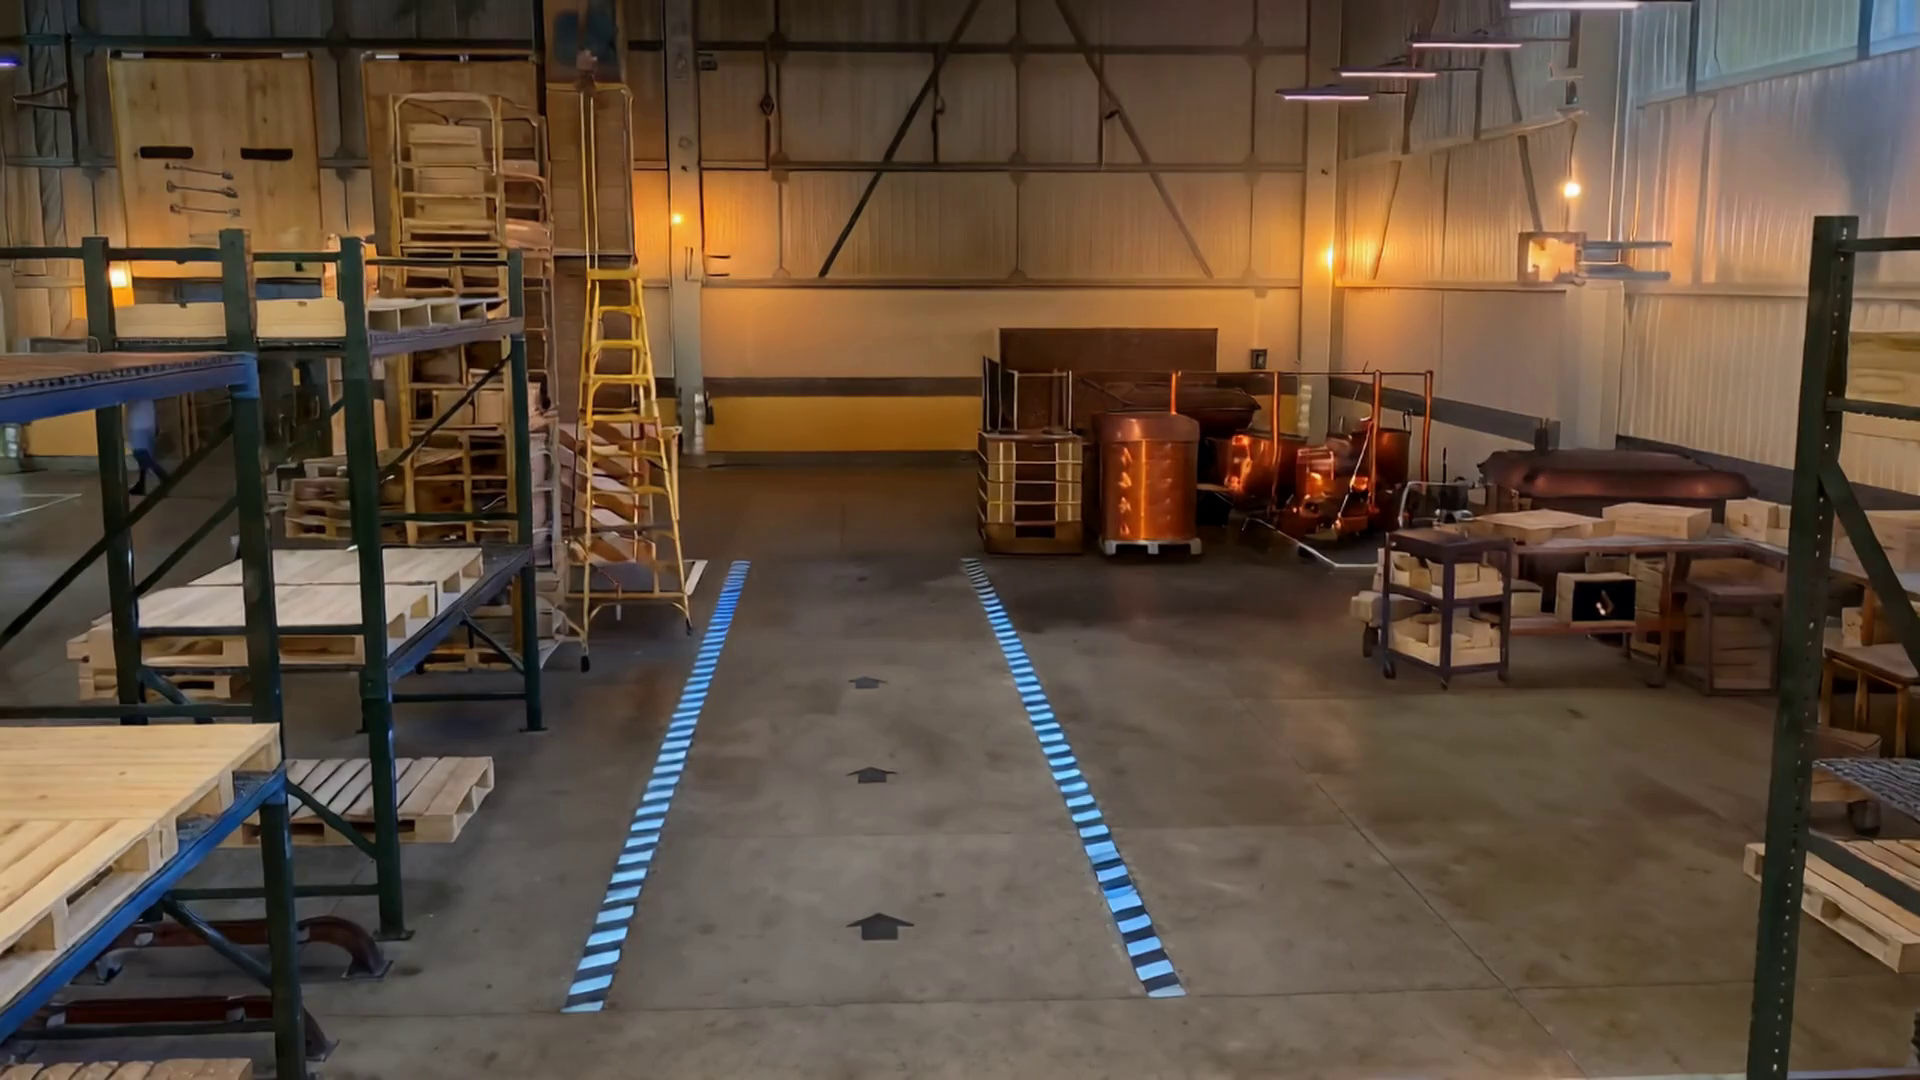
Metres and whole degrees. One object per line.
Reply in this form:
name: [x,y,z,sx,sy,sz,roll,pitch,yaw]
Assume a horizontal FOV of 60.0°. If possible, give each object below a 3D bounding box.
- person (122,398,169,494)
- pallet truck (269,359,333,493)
person: [-10.608,-1.517,21.673,0.805,1.919,0.542,3,10,20]
pallet truck: [-7.062,-1.131,18.996,1.885,1.965,0.823,2,9,13]
